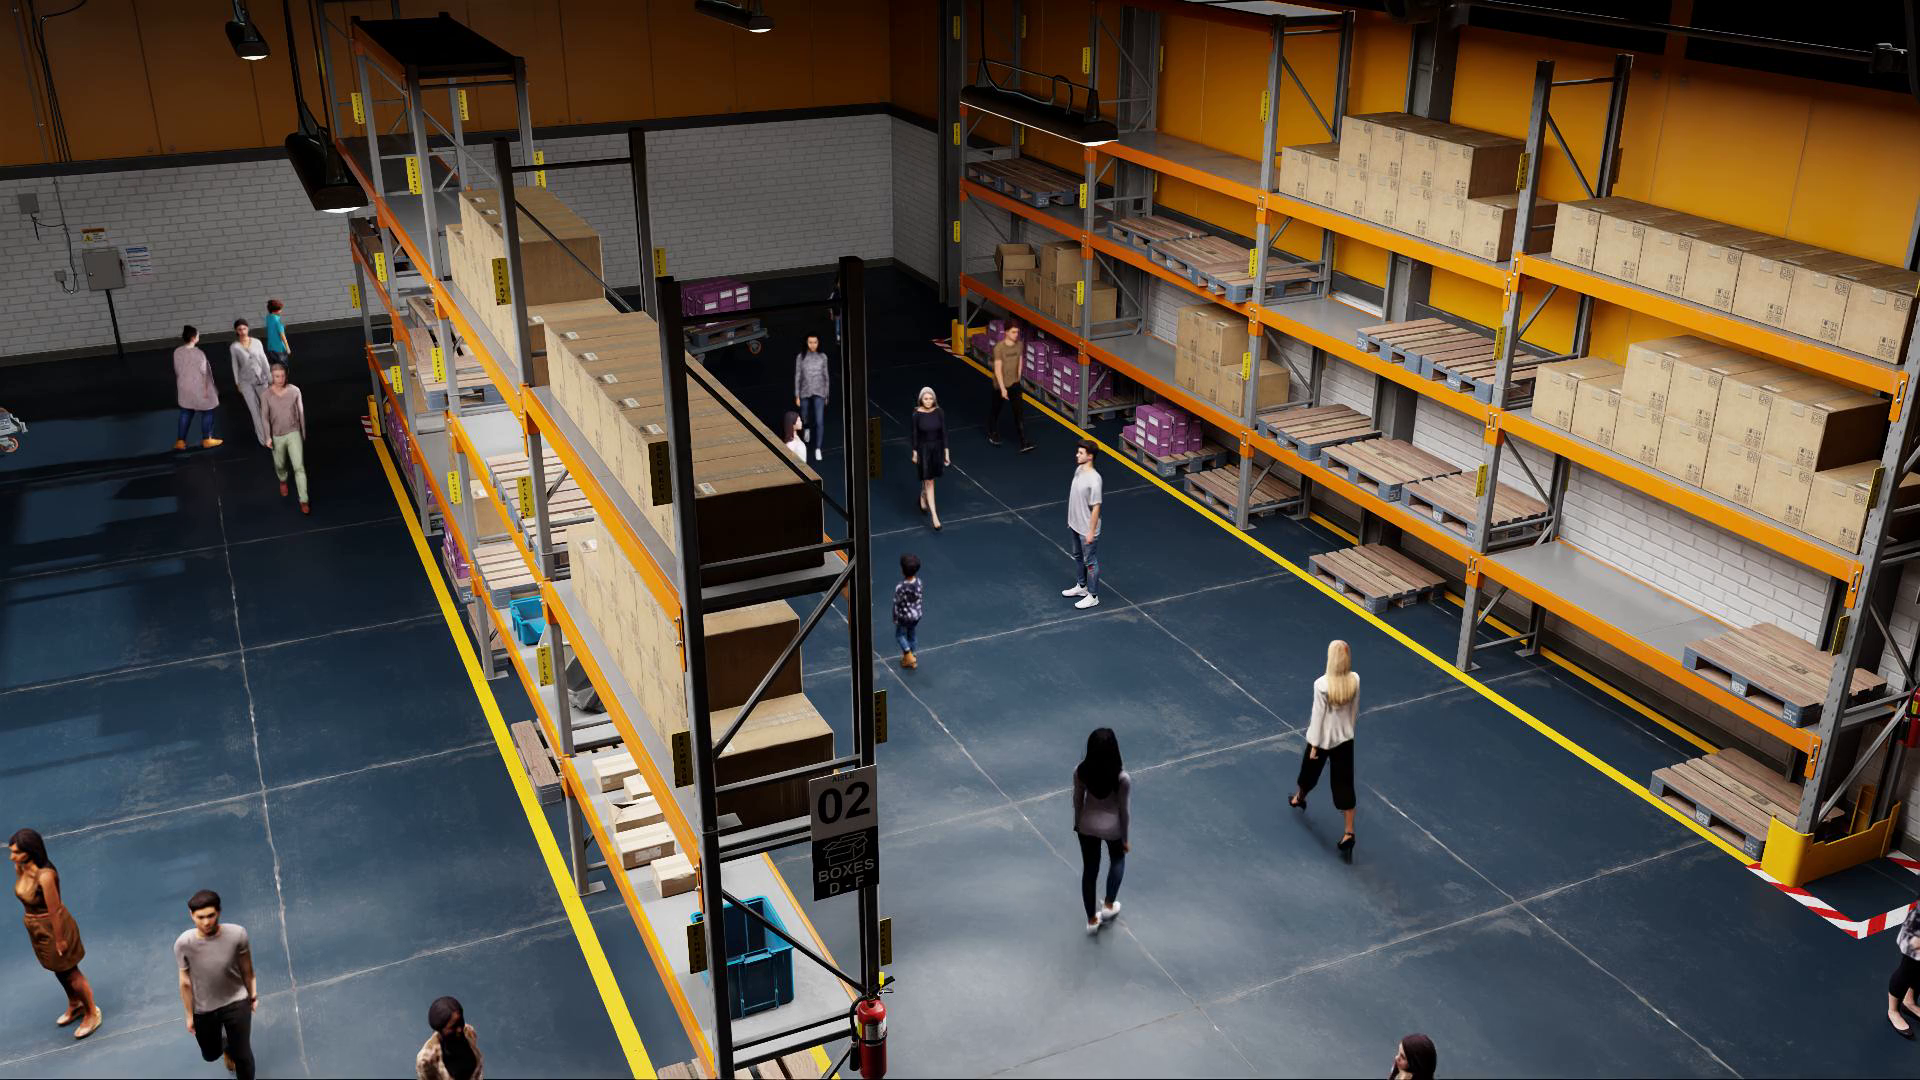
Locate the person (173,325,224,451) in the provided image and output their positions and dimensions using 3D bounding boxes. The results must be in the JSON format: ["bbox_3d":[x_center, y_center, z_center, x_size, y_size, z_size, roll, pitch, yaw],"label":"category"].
[{"bbox_3d":[-10.359,-2.024,22.389,0.973,1.717,1.033,6,24,13],"label":"person"}]

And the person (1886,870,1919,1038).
[{"bbox_3d":[6.823,2.707,11.663,0.614,1.638,0.597,-11,26,-23],"label":"person"}]

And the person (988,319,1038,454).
[{"bbox_3d":[0.569,-2.086,22.437,0.741,1.791,1.245,-13,27,-27],"label":"person"}]

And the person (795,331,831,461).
[{"bbox_3d":[-1.980,-1.969,22.258,0.788,1.720,0.986,-3,24,-8],"label":"person"}]

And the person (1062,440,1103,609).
[{"bbox_3d":[1.357,-0.188,17.976,0.735,1.887,0.488,-9,25,-21],"label":"person"}]

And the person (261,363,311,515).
[{"bbox_3d":[-8.363,-1.303,20.575,0.652,1.847,1.201,-10,26,-22],"label":"person"}]

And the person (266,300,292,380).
[{"bbox_3d":[-10.173,-2.896,24.736,0.642,1.434,0.781,9,25,21],"label":"person"}]

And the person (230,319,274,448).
[{"bbox_3d":[-9.653,-2.160,22.682,0.764,1.730,1.146,-18,29,-35],"label":"person"}]

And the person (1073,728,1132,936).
[{"bbox_3d":[1.041,2.253,12.598,0.777,1.722,0.837,8,25,18],"label":"person"}]

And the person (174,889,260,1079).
[{"bbox_3d":[-4.855,2.994,10.930,0.699,1.699,0.985,-7,25,-16],"label":"person"}]

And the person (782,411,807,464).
[{"bbox_3d":[-2.048,-0.670,19.367,0.844,1.656,1.064,-5,24,-10],"label":"person"}]

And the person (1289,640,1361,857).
[{"bbox_3d":[3.113,1.733,13.682,0.705,1.807,1.177,-8,25,-19],"label":"person"}]

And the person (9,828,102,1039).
[{"bbox_3d":[-6.319,2.723,11.569,0.602,1.683,0.701,15,28,31],"label":"person"}]

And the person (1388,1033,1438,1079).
[{"bbox_3d":[2.682,3.560,9.759,0.710,1.600,0.626,-6,24,-13],"label":"person"}]

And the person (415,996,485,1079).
[{"bbox_3d":[-3.041,3.418,9.869,0.876,1.772,0.767,19,30,37],"label":"person"}]

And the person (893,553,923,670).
[{"bbox_3d":[-0.492,0.736,16.664,0.551,1.244,0.570,-17,29,-33],"label":"person"}]

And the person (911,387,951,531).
[{"bbox_3d":[-0.387,-1.031,20.141,0.621,1.696,1.168,-8,25,-18],"label":"person"}]
